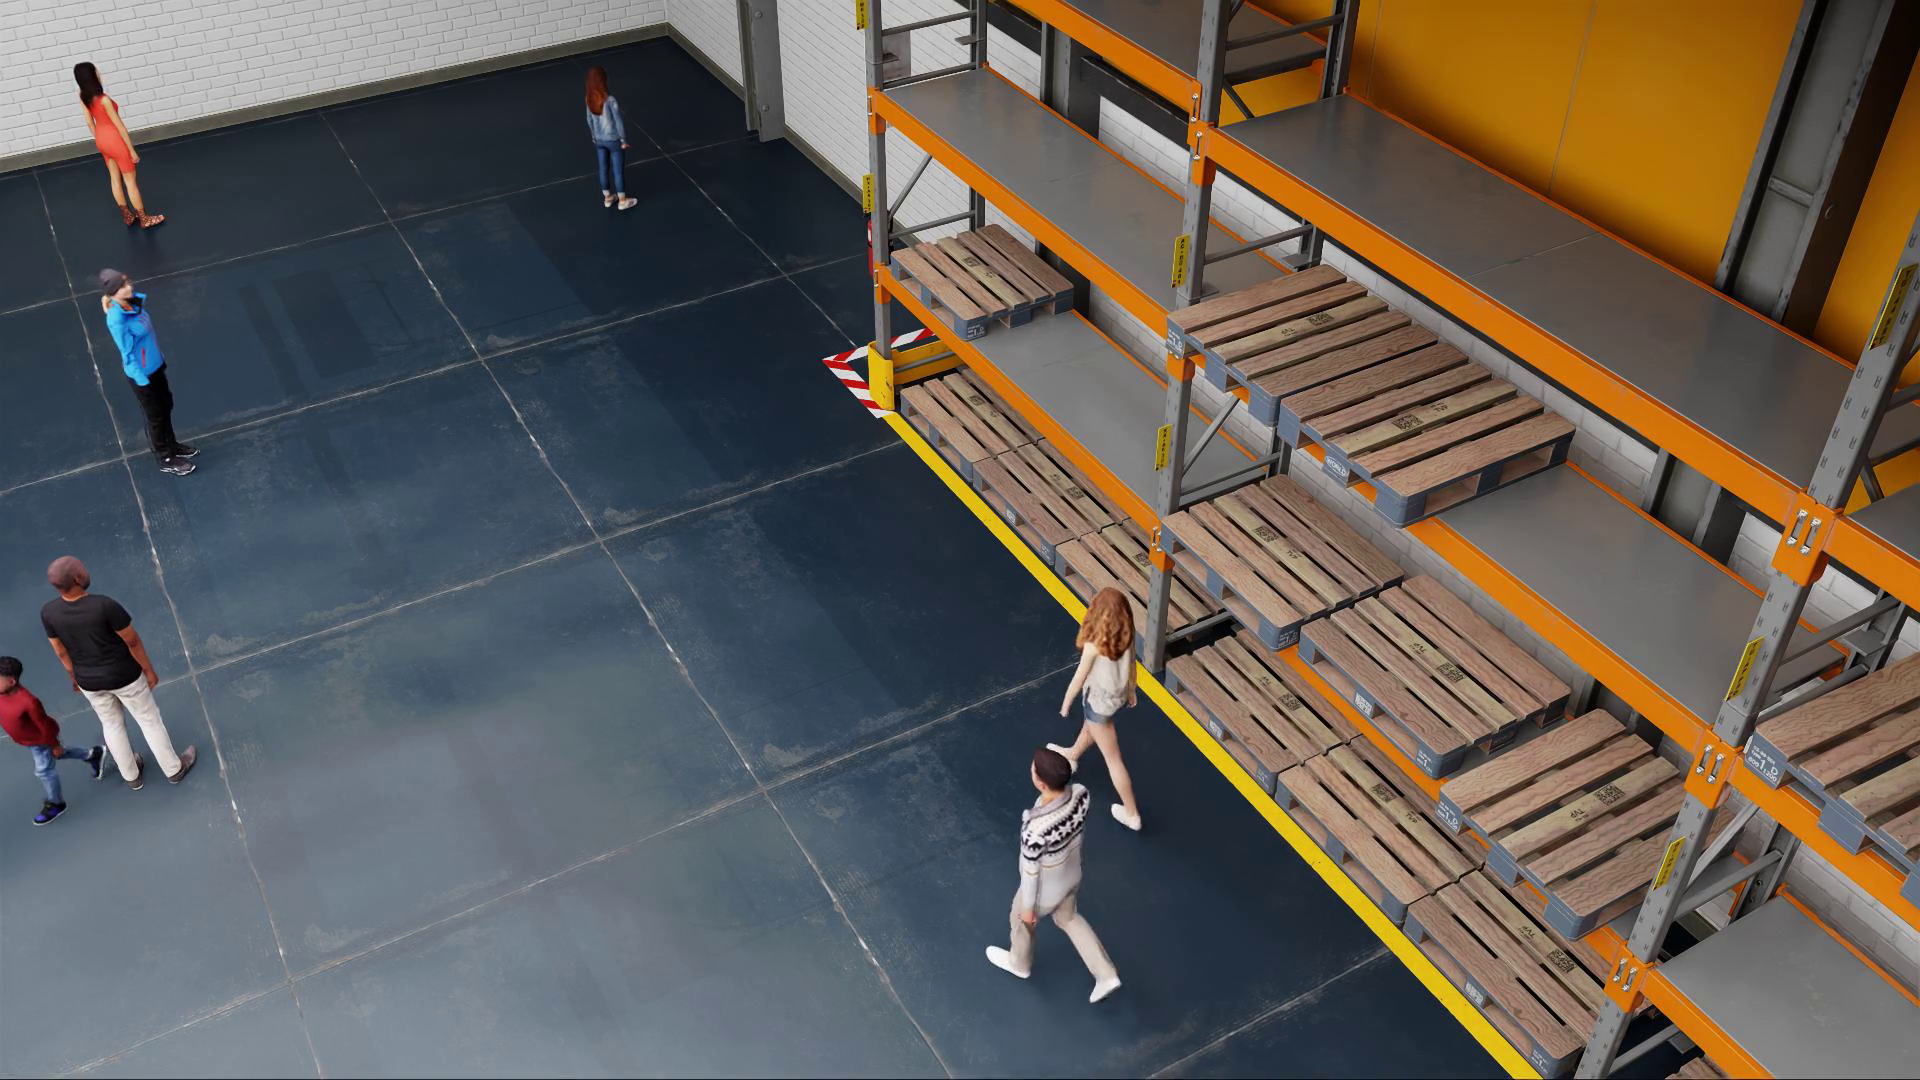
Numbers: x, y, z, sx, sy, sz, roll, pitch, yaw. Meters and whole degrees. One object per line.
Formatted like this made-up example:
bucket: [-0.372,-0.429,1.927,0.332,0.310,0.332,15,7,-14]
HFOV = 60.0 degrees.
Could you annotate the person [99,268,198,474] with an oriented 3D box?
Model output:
person: [-6.409,-1.330,13.053,0.776,1.799,0.669,-1,39,-2]

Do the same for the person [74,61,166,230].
person: [-8.292,-3.863,16.292,0.647,1.715,0.731,15,41,18]

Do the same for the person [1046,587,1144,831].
person: [0.939,1.066,10.124,0.729,1.711,1.153,-27,46,-30]

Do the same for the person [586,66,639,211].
person: [-3.541,-4.030,16.692,0.604,1.477,0.702,18,42,21]

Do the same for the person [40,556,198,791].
person: [-5.275,0.847,10.324,0.747,1.803,0.742,-5,39,-6]

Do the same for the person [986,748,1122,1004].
person: [0.555,1.877,9.012,1.162,1.830,0.915,29,47,31]

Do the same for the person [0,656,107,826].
person: [-5.697,1.169,10.376,0.830,1.235,0.764,24,45,27]
